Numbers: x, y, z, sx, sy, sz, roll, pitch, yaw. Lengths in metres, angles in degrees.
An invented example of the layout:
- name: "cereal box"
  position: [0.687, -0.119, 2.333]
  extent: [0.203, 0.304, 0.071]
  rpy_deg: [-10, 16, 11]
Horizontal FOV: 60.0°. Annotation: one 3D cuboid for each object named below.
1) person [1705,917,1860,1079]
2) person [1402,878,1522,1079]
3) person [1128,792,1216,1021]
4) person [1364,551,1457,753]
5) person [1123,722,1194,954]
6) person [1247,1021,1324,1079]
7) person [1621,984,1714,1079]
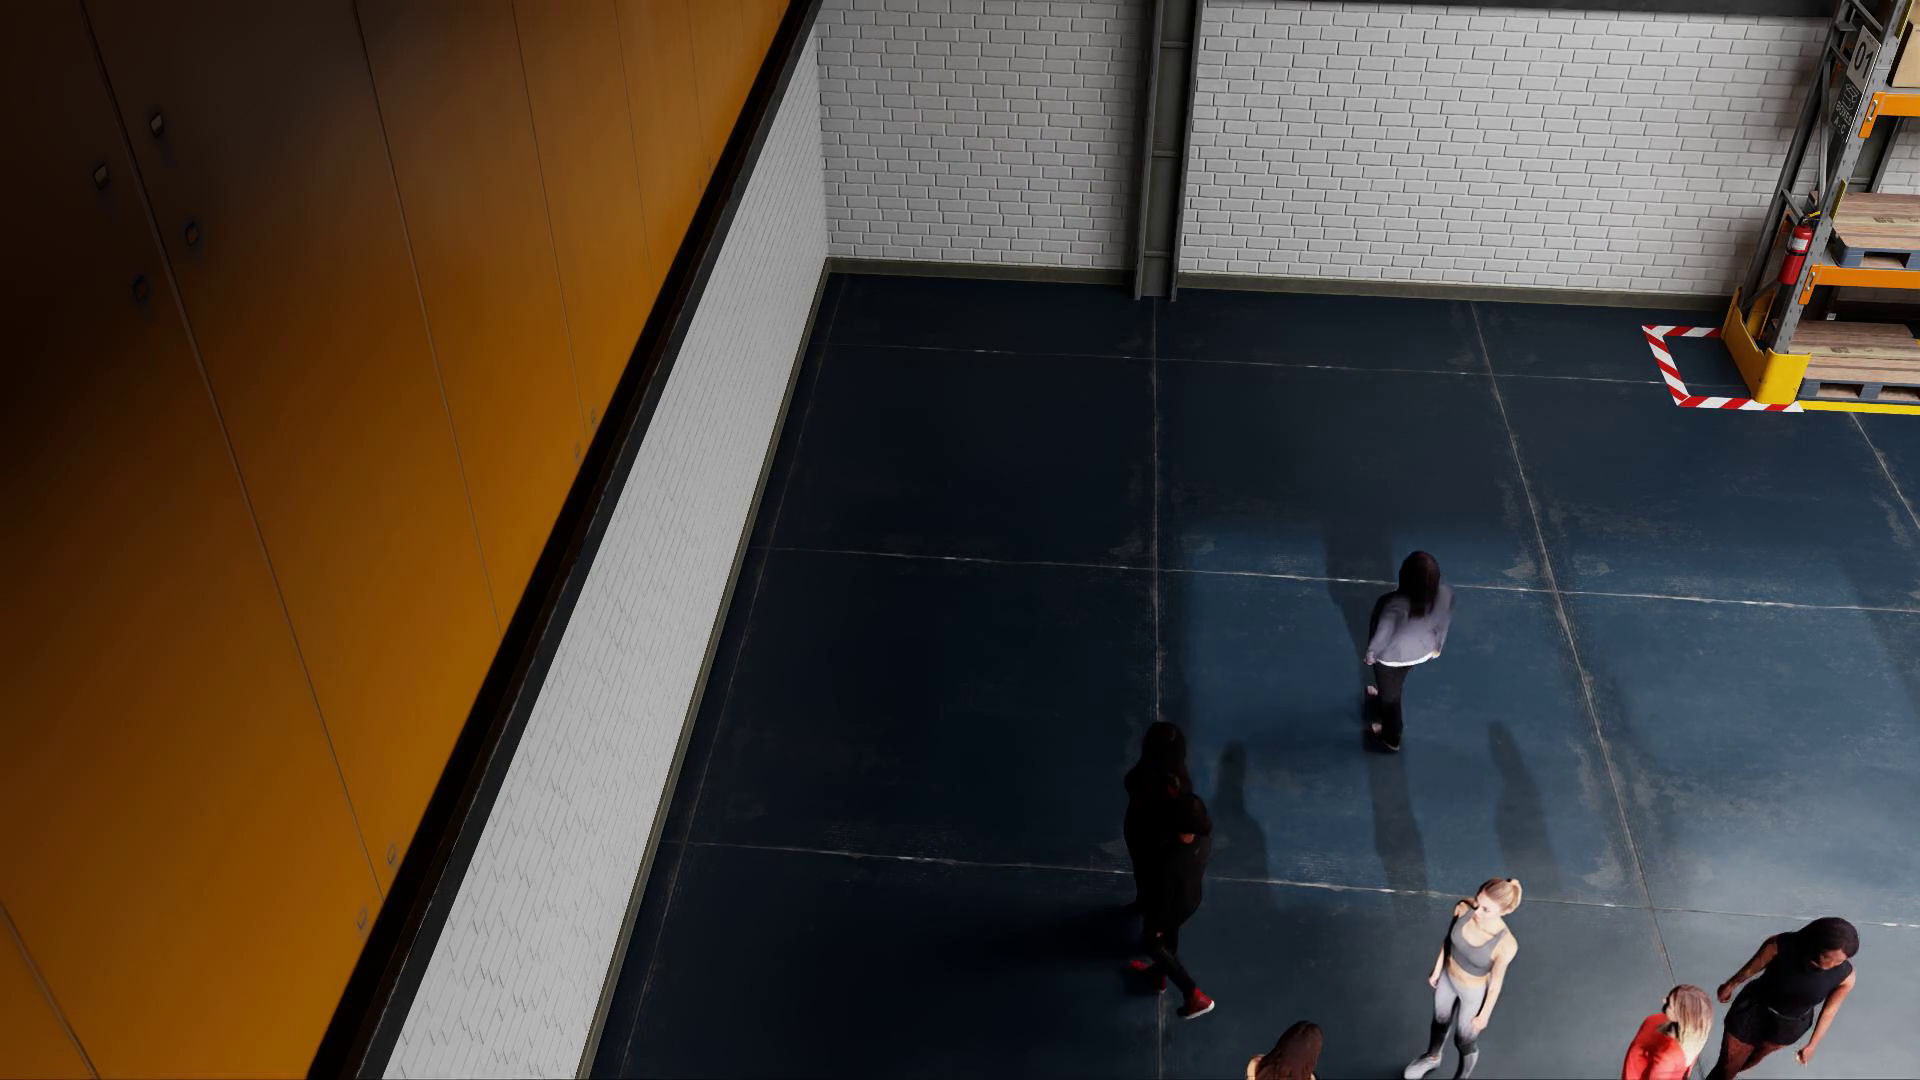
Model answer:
- name: "person"
  position: [4.212, 2.410, 8.608]
  extent: [0.893, 1.706, 0.886]
  rpy_deg: [18, 42, 21]
- name: "person"
  position: [2.653, 2.336, 8.702]
  extent: [0.672, 1.702, 0.639]
  rpy_deg: [-18, 42, -21]
- name: "person"
  position: [1.237, 2.015, 9.134]
  extent: [0.962, 1.665, 0.858]
  rpy_deg: [28, 46, 30]
- name: "person"
  position: [2.912, 0.749, 10.786]
  extent: [0.882, 1.583, 0.931]
  rpy_deg: [-16, 41, -19]
- name: "person"
  position: [1.135, 1.671, 9.493]
  extent: [0.720, 1.756, 0.736]
  rpy_deg: [-9, 39, -11]
- name: "person"
  position: [1.539, 2.890, 8.021]
  extent: [0.613, 1.688, 0.727]
  rpy_deg: [17, 42, 20]
- name: "person"
  position: [3.413, 2.748, 8.197]
  extent: [0.705, 1.691, 0.671]
  rpy_deg: [29, 47, 31]
